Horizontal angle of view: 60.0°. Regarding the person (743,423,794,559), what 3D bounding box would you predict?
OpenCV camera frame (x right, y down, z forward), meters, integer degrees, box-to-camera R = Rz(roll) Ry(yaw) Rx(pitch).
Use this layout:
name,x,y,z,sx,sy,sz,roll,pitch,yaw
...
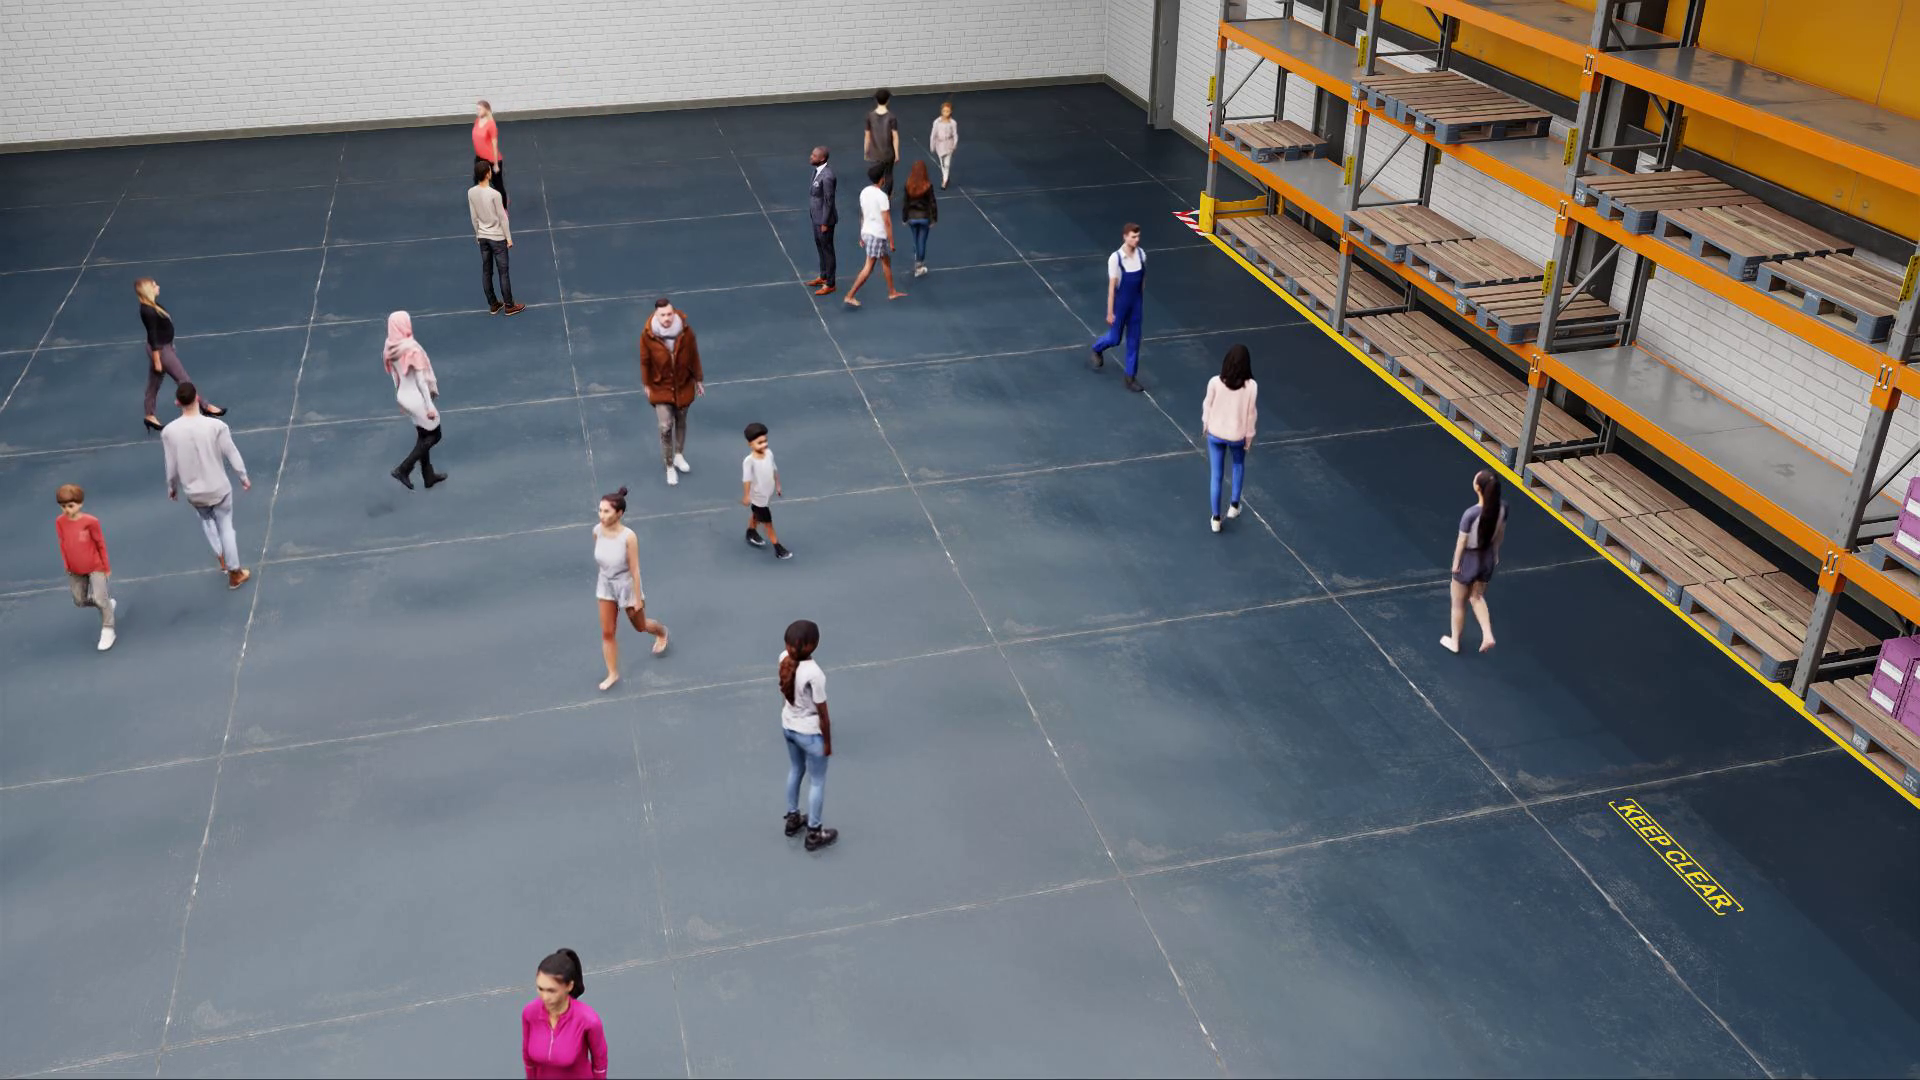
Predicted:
name,x,y,z,sx,sy,sz,roll,pitch,yaw
person,-1.801,-0.465,14.755,0.929,1.227,0.783,23,36,36

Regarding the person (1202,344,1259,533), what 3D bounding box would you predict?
name,x,y,z,sx,sy,sz,roll,pitch,yaw
person,2.395,-0.883,14.974,0.810,1.751,0.862,6,29,10

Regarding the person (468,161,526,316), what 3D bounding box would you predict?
name,x,y,z,sx,sy,sz,roll,pitch,yaw
person,-5.581,-3.602,19.836,0.742,1.868,0.770,10,30,18

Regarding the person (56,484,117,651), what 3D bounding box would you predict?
name,x,y,z,sx,sy,sz,roll,pitch,yaw
person,-7.006,0.172,13.396,0.623,1.409,0.755,1,29,1

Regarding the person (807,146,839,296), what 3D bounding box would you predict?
name,x,y,z,sx,sy,sz,roll,pitch,yaw
person,-1.690,-3.974,20.566,0.748,1.822,0.538,-9,30,-15

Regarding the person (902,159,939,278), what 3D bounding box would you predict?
name,x,y,z,sx,sy,sz,roll,pitch,yaw
person,-0.542,-4.066,21.107,0.772,1.466,0.848,9,30,16

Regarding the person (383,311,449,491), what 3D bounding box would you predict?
name,x,y,z,sx,sy,sz,roll,pitch,yaw
person,-5.179,-1.254,15.613,0.924,1.790,0.955,21,35,33

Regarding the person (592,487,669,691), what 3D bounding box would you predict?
name,x,y,z,sx,sy,sz,roll,pitch,yaw
person,-2.584,0.342,12.905,0.967,1.581,1.054,14,31,23

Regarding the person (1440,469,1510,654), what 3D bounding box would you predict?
name,x,y,z,sx,sy,sz,roll,pitch,yaw
person,4.099,0.221,13.064,0.651,1.641,0.752,-11,31,-20

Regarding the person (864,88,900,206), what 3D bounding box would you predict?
name,x,y,z,sx,sy,sz,roll,pitch,yaw
person,-1.109,-5.454,23.419,0.838,1.687,1.058,2,29,4

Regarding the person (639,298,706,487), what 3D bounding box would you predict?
name,x,y,z,sx,sy,sz,roll,pitch,yaw
person,-2.800,-1.495,16.027,0.801,1.815,0.886,-15,32,-25

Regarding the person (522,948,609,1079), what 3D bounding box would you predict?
name,x,y,z,sx,sy,sz,roll,pitch,yaw
person,-1.956,2.752,8.364,0.673,1.698,0.694,4,29,8

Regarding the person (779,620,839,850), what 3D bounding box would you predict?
name,x,y,z,sx,sy,sz,roll,pitch,yaw
person,-1.030,1.272,11.054,0.714,1.721,0.605,-25,38,-38

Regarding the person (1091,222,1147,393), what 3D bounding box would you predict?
name,x,y,z,sx,sy,sz,roll,pitch,yaw
person,1.744,-2.553,17.950,0.819,1.831,1.170,-16,32,-26

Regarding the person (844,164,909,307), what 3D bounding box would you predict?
name,x,y,z,sx,sy,sz,roll,pitch,yaw
person,-1.090,-3.614,20.055,0.929,1.680,1.136,-16,33,-27

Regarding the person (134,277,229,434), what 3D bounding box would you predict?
name,x,y,z,sx,sy,sz,roll,pitch,yaw
person,-8.187,-1.835,16.843,0.854,1.633,1.032,-15,32,-26

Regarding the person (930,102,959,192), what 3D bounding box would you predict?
name,x,y,z,sx,sy,sz,roll,pitch,yaw
person,-0.217,-5.823,24.531,0.796,1.271,0.986,6,29,11

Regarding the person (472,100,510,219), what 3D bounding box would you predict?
name,x,y,z,sx,sy,sz,roll,pitch,yaw
person,-6.462,-5.277,23.101,0.738,1.682,0.807,20,34,32

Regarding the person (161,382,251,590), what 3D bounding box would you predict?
name,x,y,z,sx,sy,sz,roll,pitch,yaw
person,-6.381,-0.418,14.061,0.798,1.809,0.675,-4,29,-7
